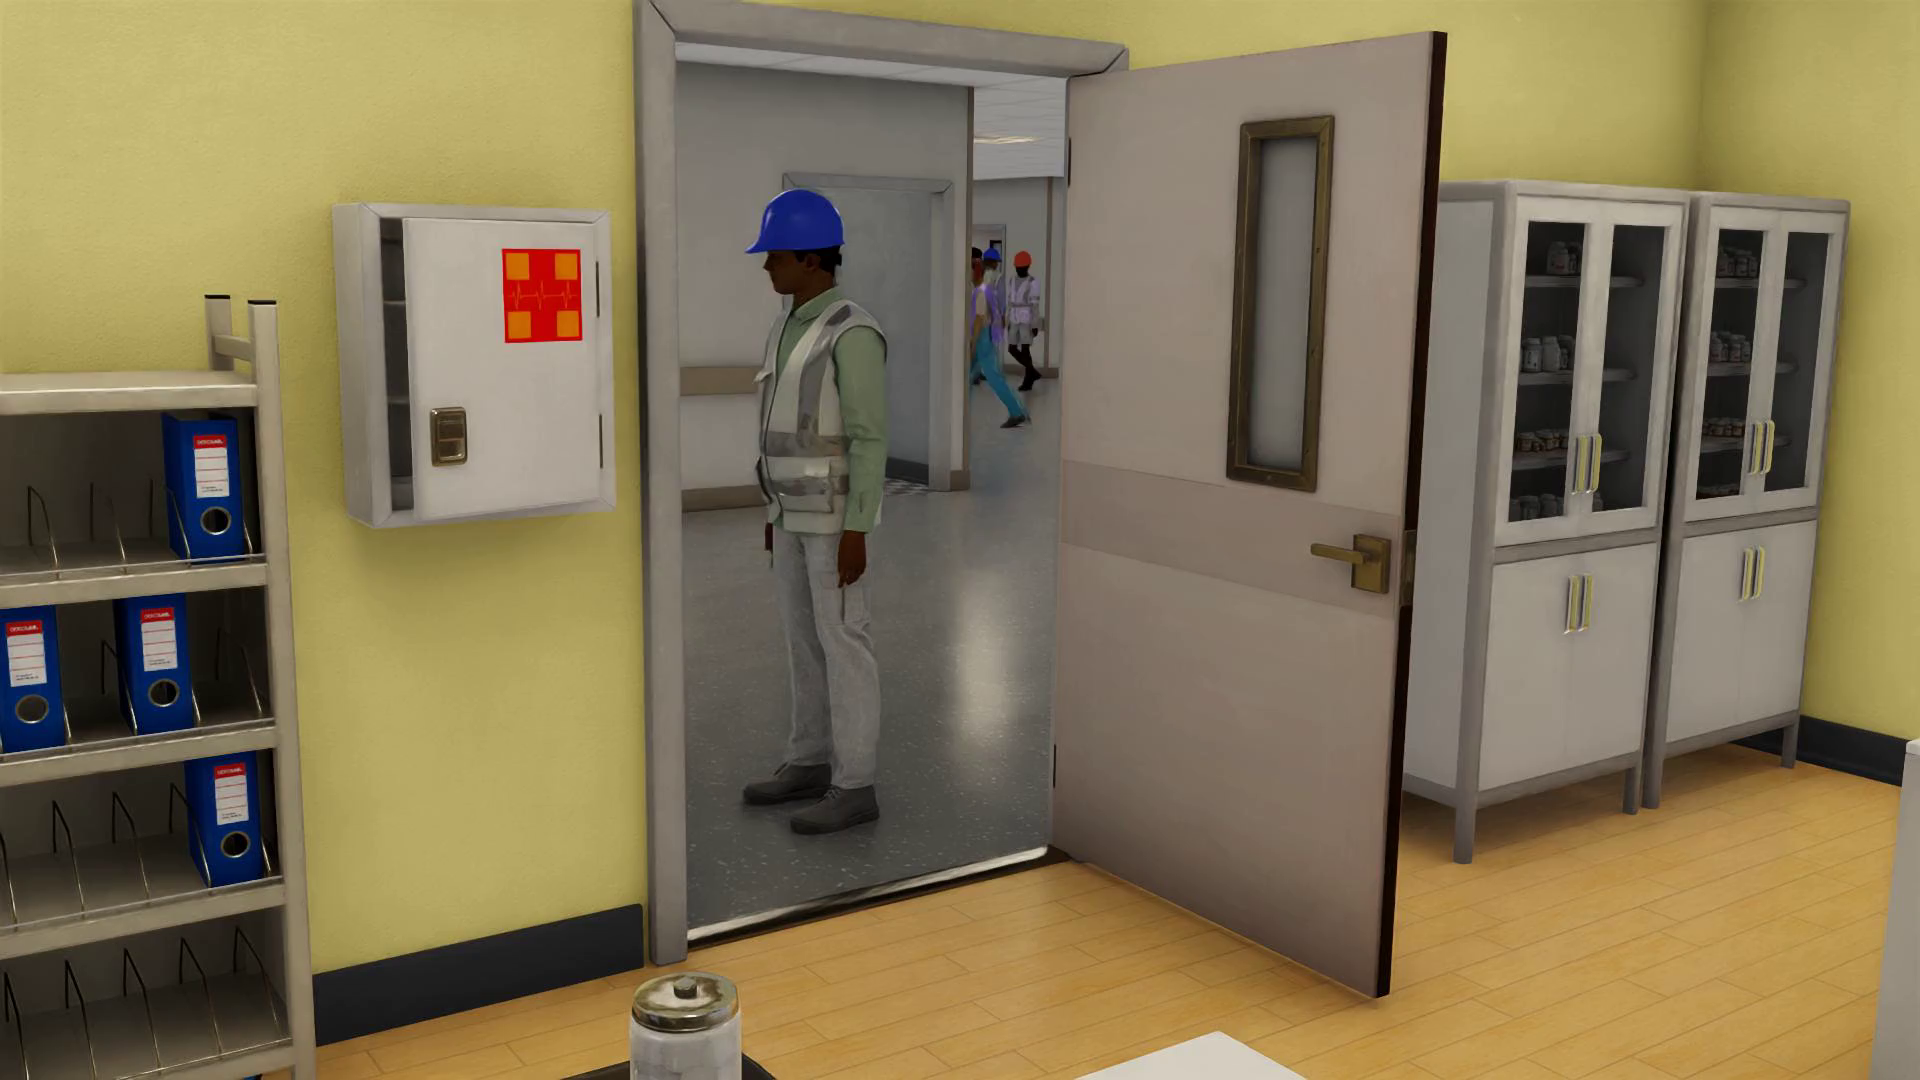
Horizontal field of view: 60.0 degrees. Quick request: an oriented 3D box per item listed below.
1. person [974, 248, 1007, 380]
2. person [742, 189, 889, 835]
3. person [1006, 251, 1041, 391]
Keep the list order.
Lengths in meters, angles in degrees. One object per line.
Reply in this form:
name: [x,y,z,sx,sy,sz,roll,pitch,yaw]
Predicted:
person: [0.423,-3.311,24.473,0.615,1.939,0.404,7,11,33]
person: [-0.444,-0.081,5.095,0.402,1.943,0.608,-5,11,-31]
person: [0.888,-2.996,22.762,0.596,1.902,0.577,-8,13,-44]
